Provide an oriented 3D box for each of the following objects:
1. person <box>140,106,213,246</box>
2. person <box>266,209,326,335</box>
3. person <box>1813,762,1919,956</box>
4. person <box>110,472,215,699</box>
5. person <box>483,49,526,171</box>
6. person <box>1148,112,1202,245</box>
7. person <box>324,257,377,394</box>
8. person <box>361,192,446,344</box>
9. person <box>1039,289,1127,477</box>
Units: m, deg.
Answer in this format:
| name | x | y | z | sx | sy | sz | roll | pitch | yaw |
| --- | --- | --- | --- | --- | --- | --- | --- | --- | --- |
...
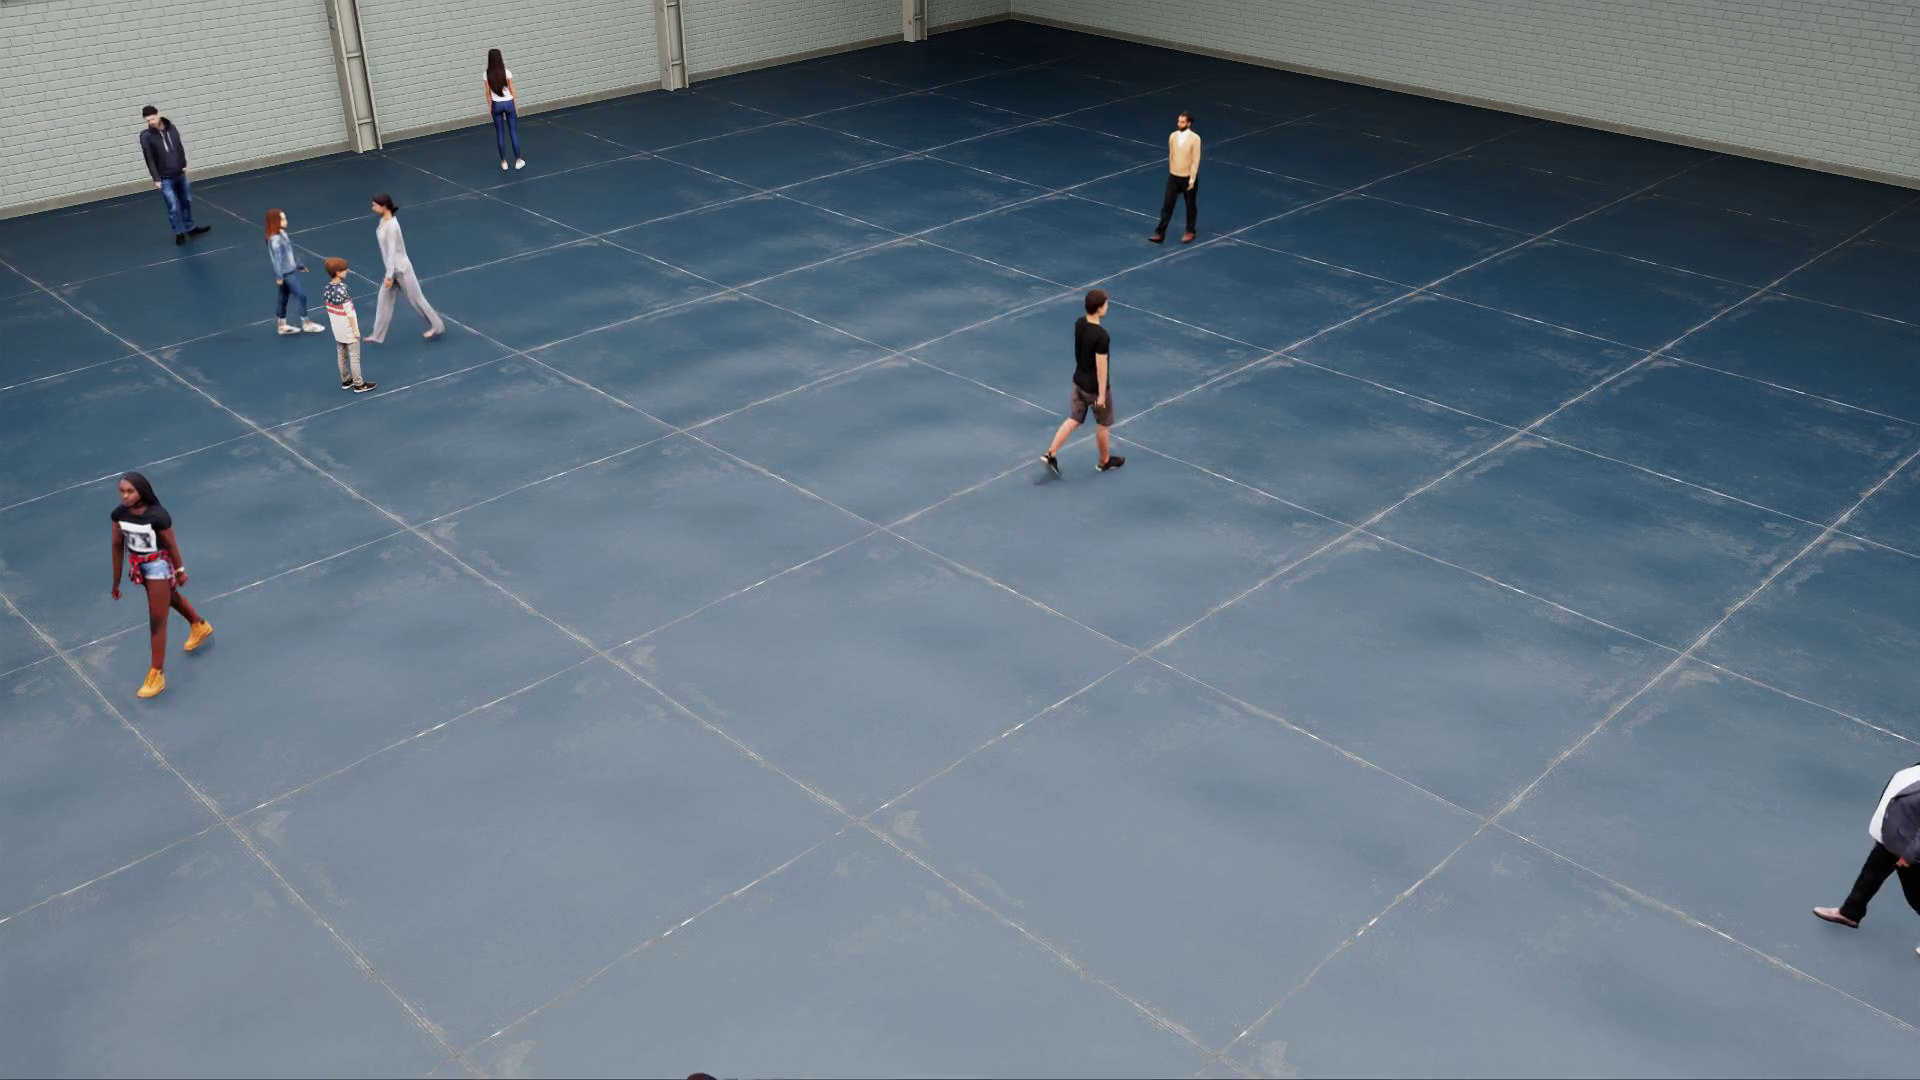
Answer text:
| name | x | y | z | sx | sy | sz | roll | pitch | yaw |
| --- | --- | --- | --- | --- | --- | --- | --- | --- | --- |
| person | -10.298 | -4.779 | 21.711 | 1.016 | 1.846 | 0.708 | 10 | 30 | 18 |
| person | -7.716 | -3.016 | 18.813 | 0.836 | 1.459 | 0.732 | -8 | 29 | -15 |
| person | 5.665 | 1.773 | 9.699 | 1.016 | 1.573 | 1.087 | 9 | 29 | 16 |
| person | -5.981 | 0.232 | 12.482 | 1.050 | 1.677 | 1.287 | 7 | 29 | 12 |
| person | -6.849 | -6.459 | 24.941 | 0.651 | 1.775 | 0.728 | -2 | 28 | -4 |
| person | 2.973 | -4.723 | 21.745 | 0.753 | 1.717 | 1.117 | 19 | 34 | 32 |
| person | -6.448 | -2.262 | 17.412 | 0.548 | 1.444 | 0.510 | 18 | 33 | 31 |
| person | -6.150 | -2.998 | 18.501 | 1.202 | 1.721 | 0.805 | -15 | 31 | -26 |
| person | 1.136 | -1.436 | 15.443 | 1.181 | 1.837 | 0.794 | -17 | 32 | -29 |
